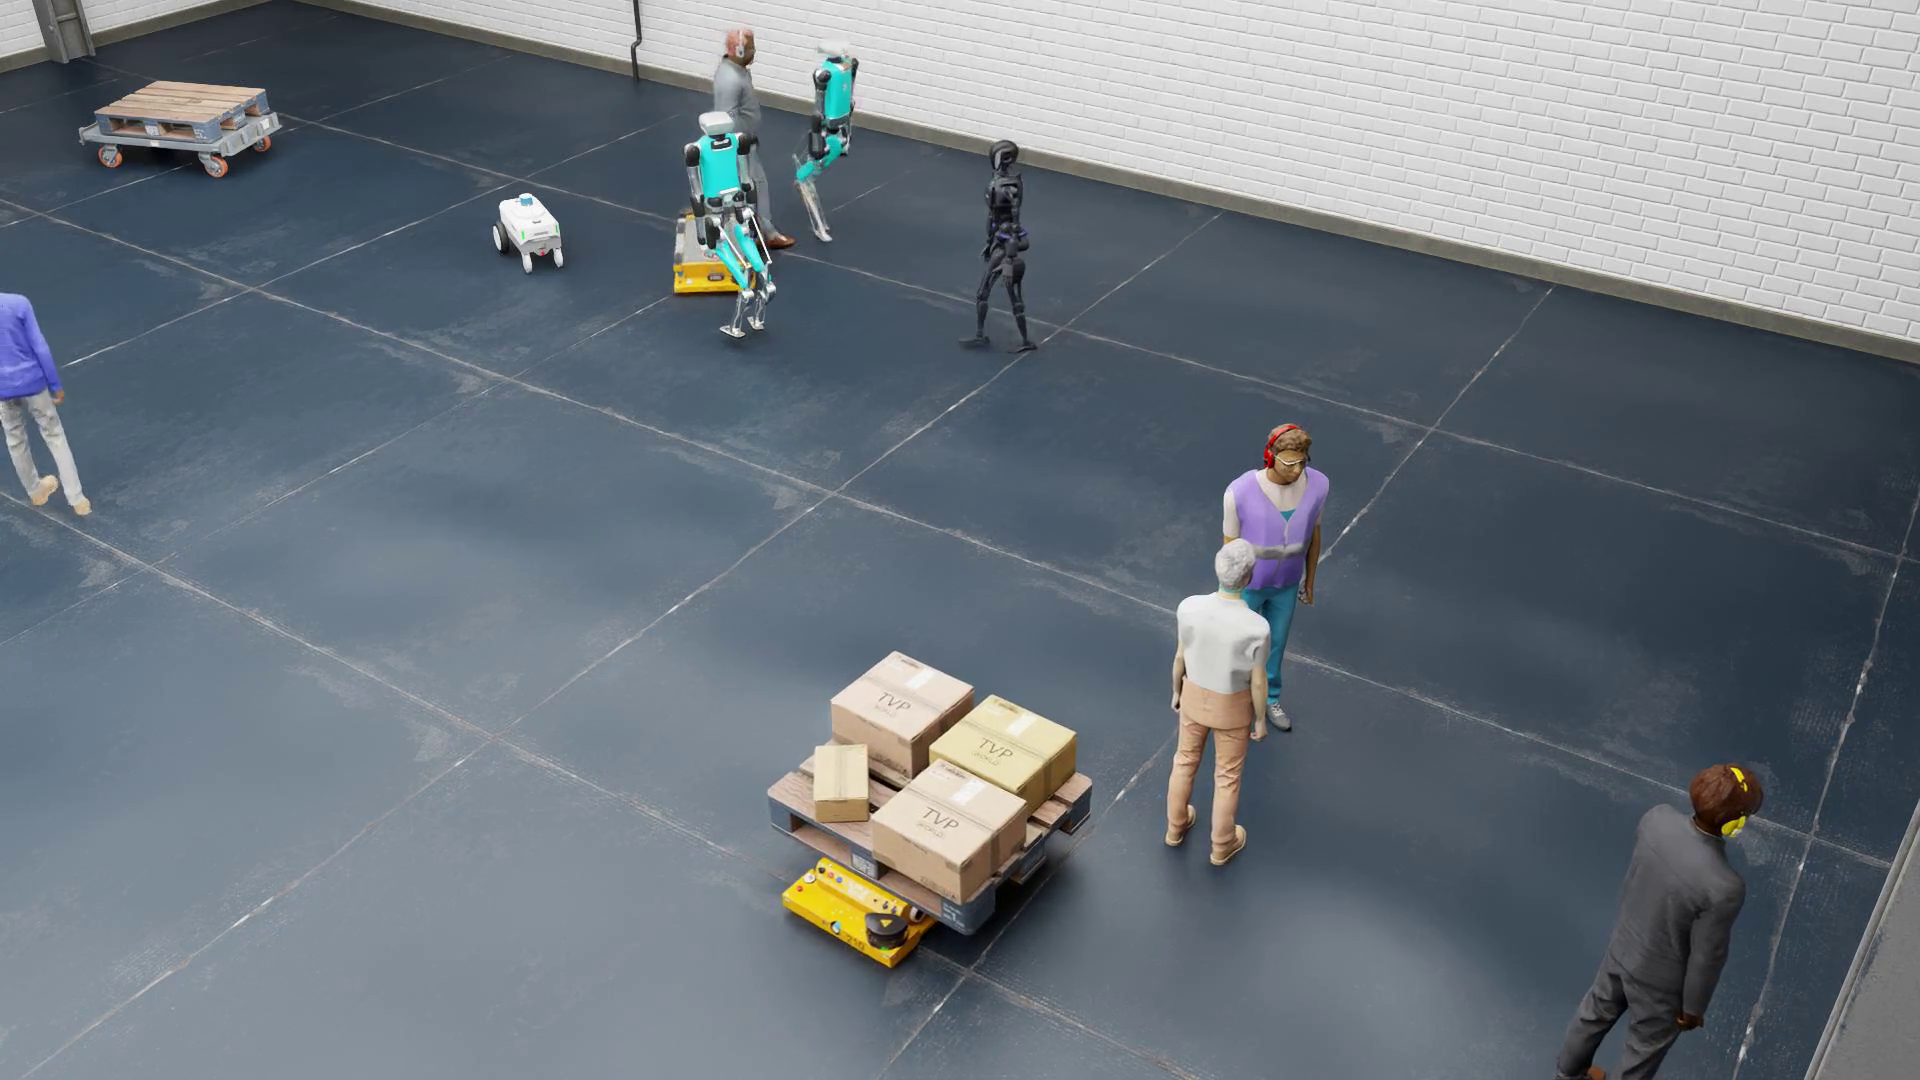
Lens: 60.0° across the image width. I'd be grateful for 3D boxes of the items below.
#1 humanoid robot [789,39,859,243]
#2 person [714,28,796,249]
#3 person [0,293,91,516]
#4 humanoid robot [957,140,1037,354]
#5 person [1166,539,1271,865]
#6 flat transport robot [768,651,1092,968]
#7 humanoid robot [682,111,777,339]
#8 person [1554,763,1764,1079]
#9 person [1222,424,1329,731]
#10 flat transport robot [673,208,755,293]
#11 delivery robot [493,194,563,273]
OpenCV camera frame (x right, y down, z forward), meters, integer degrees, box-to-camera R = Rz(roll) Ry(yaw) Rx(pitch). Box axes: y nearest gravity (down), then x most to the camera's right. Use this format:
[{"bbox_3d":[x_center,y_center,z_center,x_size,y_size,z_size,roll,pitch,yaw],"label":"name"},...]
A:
[{"bbox_3d":[-1.236,-3.382,14.198,0.761,1.820,0.530,18,37,26],"label":"humanoid robot"},{"bbox_3d":[-1.763,-3.356,13.988,0.792,1.875,0.641,-7,33,-10],"label":"person"},{"bbox_3d":[-5.878,-0.997,10.378,0.482,1.831,0.588,-11,34,-17],"label":"person"},{"bbox_3d":[0.298,-2.142,12.297,0.583,1.642,0.599,-9,34,-14],"label":"humanoid robot"},{"bbox_3d":[1.203,0.759,7.717,0.475,1.738,0.309,18,37,26],"label":"person"},{"bbox_3d":[-0.140,1.436,8.022,0.659,0.231,1.431,22,39,30],"label":"flat transport robot"},{"bbox_3d":[-1.634,-2.276,12.316,0.533,1.677,0.735,-20,38,-28],"label":"humanoid robot"},{"bbox_3d":[2.650,1.598,6.304,0.370,1.862,0.508,-11,34,-16],"label":"person"},{"bbox_3d":[1.560,0.203,8.495,0.557,1.837,0.391,-9,34,-14],"label":"person"},{"bbox_3d":[-2.070,-2.465,14.091,0.659,0.231,1.431,-3,33,-5],"label":"flat transport robot"},{"bbox_3d":[-3.641,-2.642,14.091,0.499,0.581,0.774,-16,36,-23],"label":"delivery robot"}]
